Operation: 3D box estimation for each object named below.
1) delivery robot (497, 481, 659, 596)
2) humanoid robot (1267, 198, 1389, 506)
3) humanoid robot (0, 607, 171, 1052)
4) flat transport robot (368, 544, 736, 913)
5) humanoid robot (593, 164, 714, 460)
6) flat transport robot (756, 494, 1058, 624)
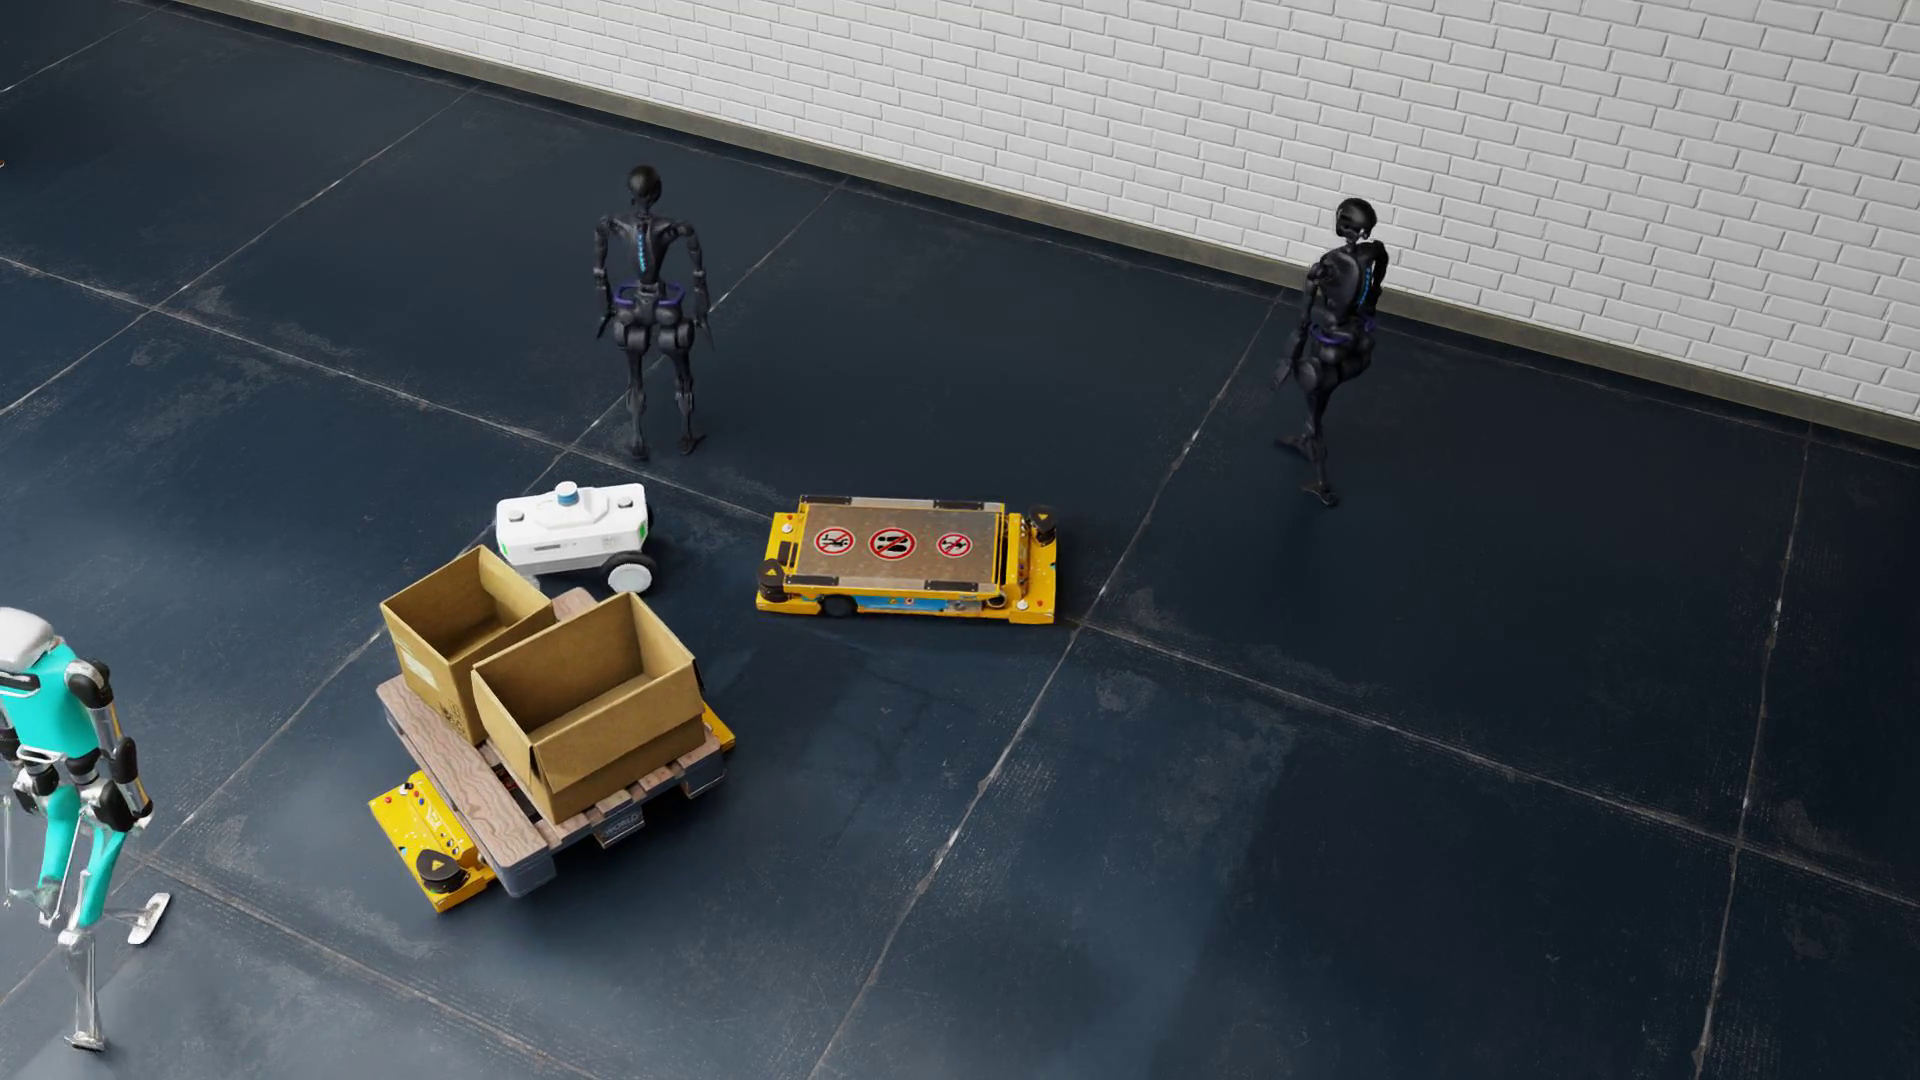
[{"bbox_3d":[-1.860,-0.040,8.065,0.738,0.563,0.499,-8,43,-8],"label":"delivery robot"},{"bbox_3d":[1.817,-0.960,8.276,0.604,1.636,0.591,-24,48,-23],"label":"humanoid robot"},{"bbox_3d":[-3.285,1.146,5.972,0.561,1.821,0.879,8,43,8],"label":"humanoid robot"},{"bbox_3d":[-1.748,0.987,7.190,1.431,0.231,0.659,-28,50,-27],"label":"flat transport robot"},{"bbox_3d":[-1.575,-1.112,8.424,0.615,1.638,0.424,0,43,0],"label":"humanoid robot"},{"bbox_3d":[-0.245,0.095,8.153,1.431,0.231,0.659,2,43,3],"label":"flat transport robot"}]
